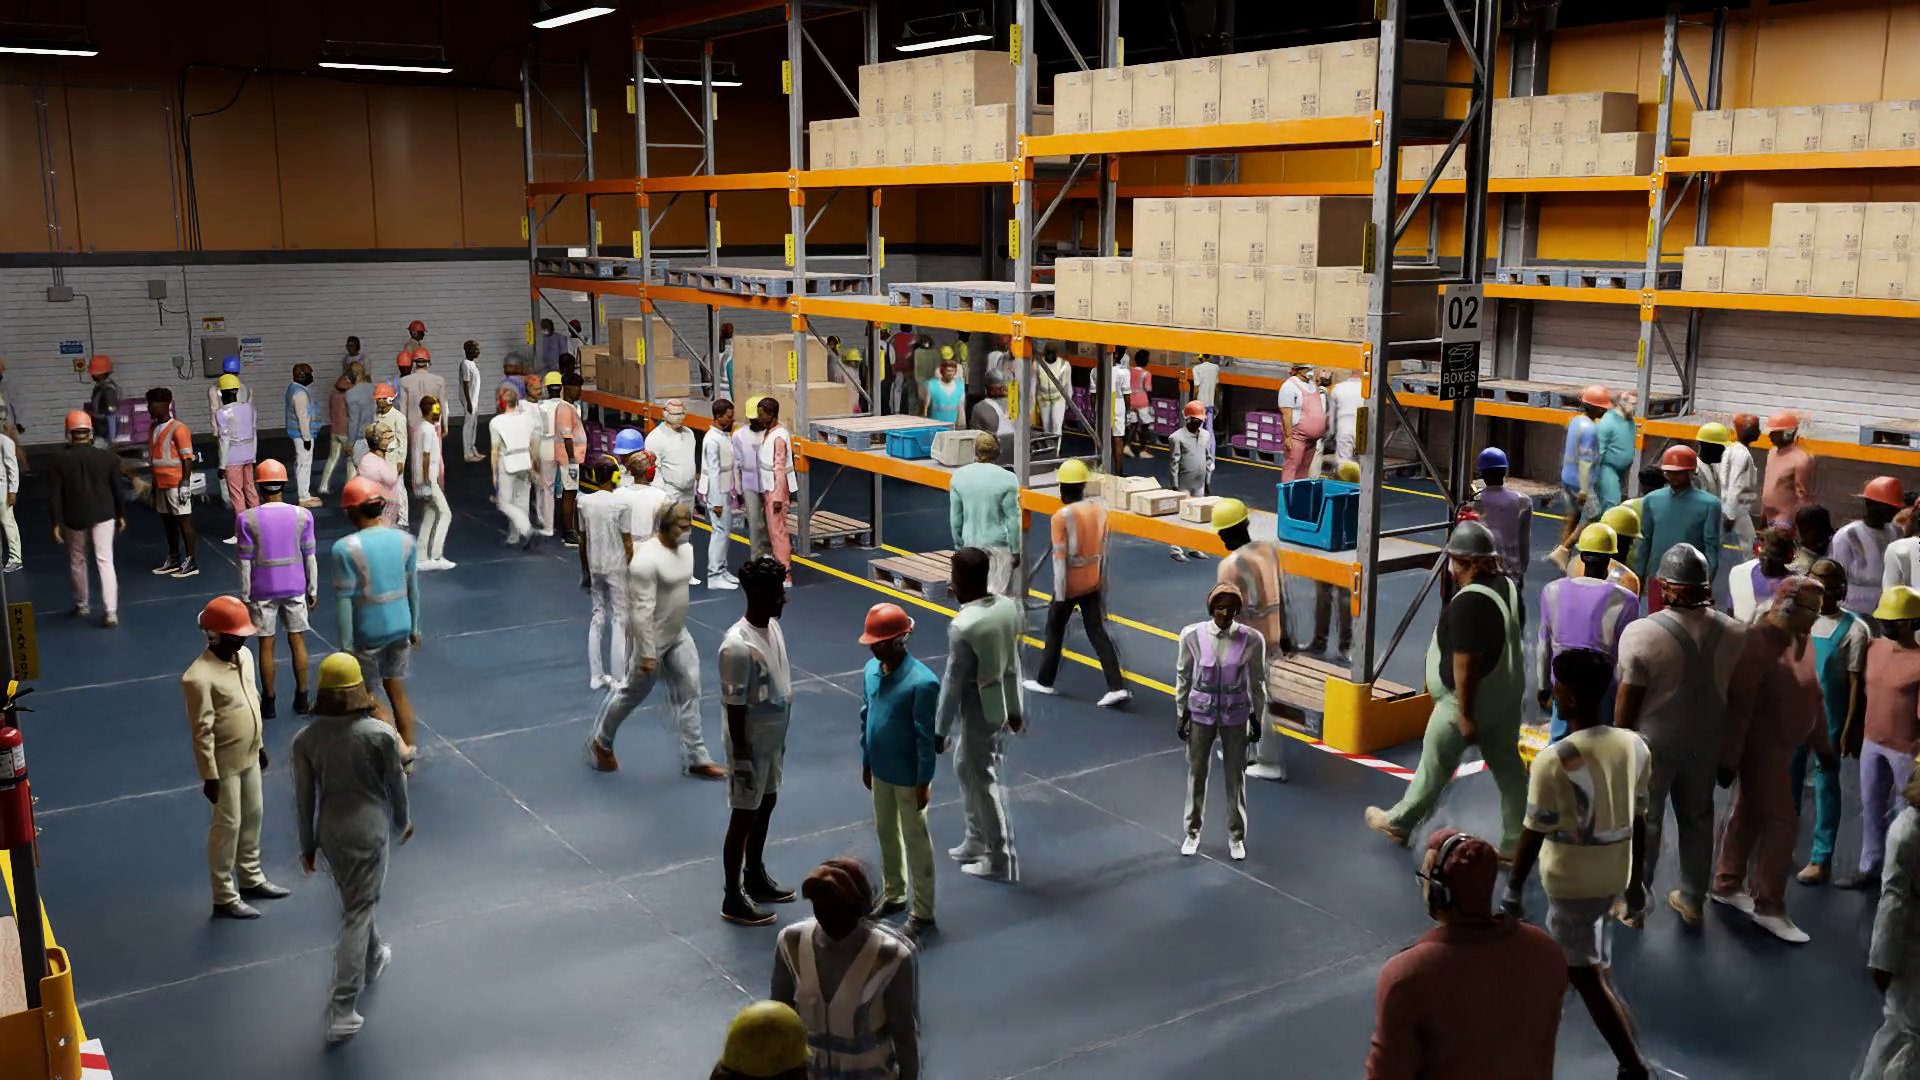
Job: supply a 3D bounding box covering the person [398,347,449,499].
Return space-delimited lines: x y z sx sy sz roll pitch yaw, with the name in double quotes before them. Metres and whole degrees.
"person" -7.033 -1.533 21.850 0.620 1.986 0.409 -3 12 -17

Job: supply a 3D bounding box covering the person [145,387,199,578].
"person" -8.128 -0.598 17.099 0.614 1.964 0.361 7 13 33

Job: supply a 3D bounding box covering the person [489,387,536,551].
"person" -4.911 -0.770 18.343 0.645 1.829 0.574 7 13 33

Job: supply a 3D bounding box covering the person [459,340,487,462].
"person" -7.380 -2.096 25.113 0.344 1.838 0.506 -1 11 -5

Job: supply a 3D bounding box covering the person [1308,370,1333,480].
"person" 4.876 -1.488 22.495 0.312 1.639 0.520 1 11 7

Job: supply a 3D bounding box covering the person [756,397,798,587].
"person" -1.842 -0.478 16.653 0.408 1.907 0.598 -3 12 -16

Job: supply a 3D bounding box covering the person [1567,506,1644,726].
"person" 4.038 0.729 10.458 0.399 1.911 0.595 -4 12 -19

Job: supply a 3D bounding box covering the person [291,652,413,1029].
"person" -2.845 1.370 7.742 0.476 1.692 0.920 0 11 2

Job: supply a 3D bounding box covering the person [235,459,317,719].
"person" -5.053 0.360 12.319 0.550 1.925 0.391 -8 13 -34

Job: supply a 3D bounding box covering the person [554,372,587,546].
"person" -4.373 -0.911 18.725 0.381 1.958 0.603 -3 11 -16

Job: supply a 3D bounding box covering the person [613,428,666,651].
"person" -2.739 0.016 14.037 0.607 1.939 0.419 7 13 32

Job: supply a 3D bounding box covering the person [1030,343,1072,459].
"person" 1.388 -2.137 25.497 0.644 1.788 0.816 3 11 14

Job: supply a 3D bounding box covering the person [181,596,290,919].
"person" -3.834 1.140 8.795 0.354 1.737 0.578 1 11 5

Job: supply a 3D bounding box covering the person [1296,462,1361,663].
"person" 3.071 0.168 13.874 0.659 1.699 0.347 10 15 41

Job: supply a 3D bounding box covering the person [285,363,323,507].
"person" -8.369 -1.337 21.242 0.431 1.836 0.619 -6 12 -27

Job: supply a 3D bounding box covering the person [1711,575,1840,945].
"person" 4.276 1.109 8.601 0.646 1.873 0.729 -11 15 -43

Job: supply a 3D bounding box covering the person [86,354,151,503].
"person" -10.791 -1.363 21.009 0.801 1.985 0.648 -6 12 -27

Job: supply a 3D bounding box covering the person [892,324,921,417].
"person" -0.980 -3.086 30.202 0.623 1.837 0.431 5 12 23

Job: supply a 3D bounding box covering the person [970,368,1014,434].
"person" 0.386 -0.901 18.465 0.706 2.000 0.574 -7 13 -30

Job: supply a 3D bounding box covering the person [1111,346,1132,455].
"person" 2.433 -2.155 25.764 0.536 1.696 0.318 -1 11 -7

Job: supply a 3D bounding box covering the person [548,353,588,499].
"person" -5.159 -1.486 21.785 0.588 1.913 0.391 9 14 39

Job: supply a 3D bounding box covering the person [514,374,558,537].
"person" -4.942 -0.982 19.299 0.358 1.880 0.575 8 14 35

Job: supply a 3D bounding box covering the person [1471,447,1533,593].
"person" 4.082 0.255 12.809 0.603 1.938 0.401 -2 11 -10

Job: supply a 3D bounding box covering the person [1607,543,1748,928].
"person" 3.683 1.010 8.685 0.683 2.000 0.538 -1 11 -7

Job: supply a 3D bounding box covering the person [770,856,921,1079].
"person" -0.370 1.812 5.706 0.544 1.606 0.761 4 12 21

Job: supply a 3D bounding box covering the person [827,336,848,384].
"person" -1.924 -2.246 25.826 0.506 1.861 0.330 10 15 43

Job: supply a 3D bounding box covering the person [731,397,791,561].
"person" -2.057 -0.575 17.274 0.610 1.869 1.025 0 11 -1

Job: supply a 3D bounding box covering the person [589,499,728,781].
"person" -2.037 0.646 10.972 1.017 1.890 0.658 5 12 23

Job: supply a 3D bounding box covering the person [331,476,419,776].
"person" -3.812 0.589 10.891 0.503 2.021 0.644 7 13 33

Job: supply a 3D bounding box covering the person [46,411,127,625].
"person" -7.944 -0.206 15.176 0.649 1.944 1.036 -7 13 -33

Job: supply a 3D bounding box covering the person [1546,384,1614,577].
"person" 6.315 -0.586 16.907 0.445 2.015 0.655 0 11 2

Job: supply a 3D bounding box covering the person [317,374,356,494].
"person" -8.208 -1.374 21.971 0.678 1.618 0.459 6 13 30

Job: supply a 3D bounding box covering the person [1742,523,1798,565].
"person" 5.562 0.690 11.377 0.524 1.631 0.313 6 13 30

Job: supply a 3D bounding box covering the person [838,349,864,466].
"person" -1.528 -1.943 24.559 0.684 1.742 0.546 4 12 19

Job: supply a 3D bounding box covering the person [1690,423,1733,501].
"person" 6.480 -0.076 14.558 0.395 1.919 0.589 10 15 42

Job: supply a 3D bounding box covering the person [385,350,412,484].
"person" -7.284 -1.533 21.957 0.544 1.939 0.353 -4 12 -21

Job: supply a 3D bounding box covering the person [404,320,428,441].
"person" -8.938 -2.623 27.425 0.408 1.986 0.617 0 11 2

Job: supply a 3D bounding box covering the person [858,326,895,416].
"person" -1.371 -2.470 26.492 0.536 2.000 0.676 7 13 32

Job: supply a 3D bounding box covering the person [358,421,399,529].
"person" -5.023 -0.073 14.489 0.368 1.939 0.632 -2 11 -11

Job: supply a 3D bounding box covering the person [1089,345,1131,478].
"person" 2.109 -1.796 23.235 0.609 1.966 0.364 5 12 23

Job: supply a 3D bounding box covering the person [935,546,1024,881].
"person" 0.045 0.964 9.283 0.649 1.892 0.615 6 13 28

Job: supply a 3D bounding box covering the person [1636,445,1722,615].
"person" 5.442 0.262 12.668 0.397 1.990 0.619 -10 15 -43

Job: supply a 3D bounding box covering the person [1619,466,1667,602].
"person" 5.654 0.216 13.692 0.539 1.676 0.350 5 12 26

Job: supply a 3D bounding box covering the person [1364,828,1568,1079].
"person" 1.490 1.801 5.038 0.663 1.895 0.403 -4 12 -19

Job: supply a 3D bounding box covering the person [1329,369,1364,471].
"person" 5.048 -1.360 21.277 0.659 1.854 0.983 4 12 22
